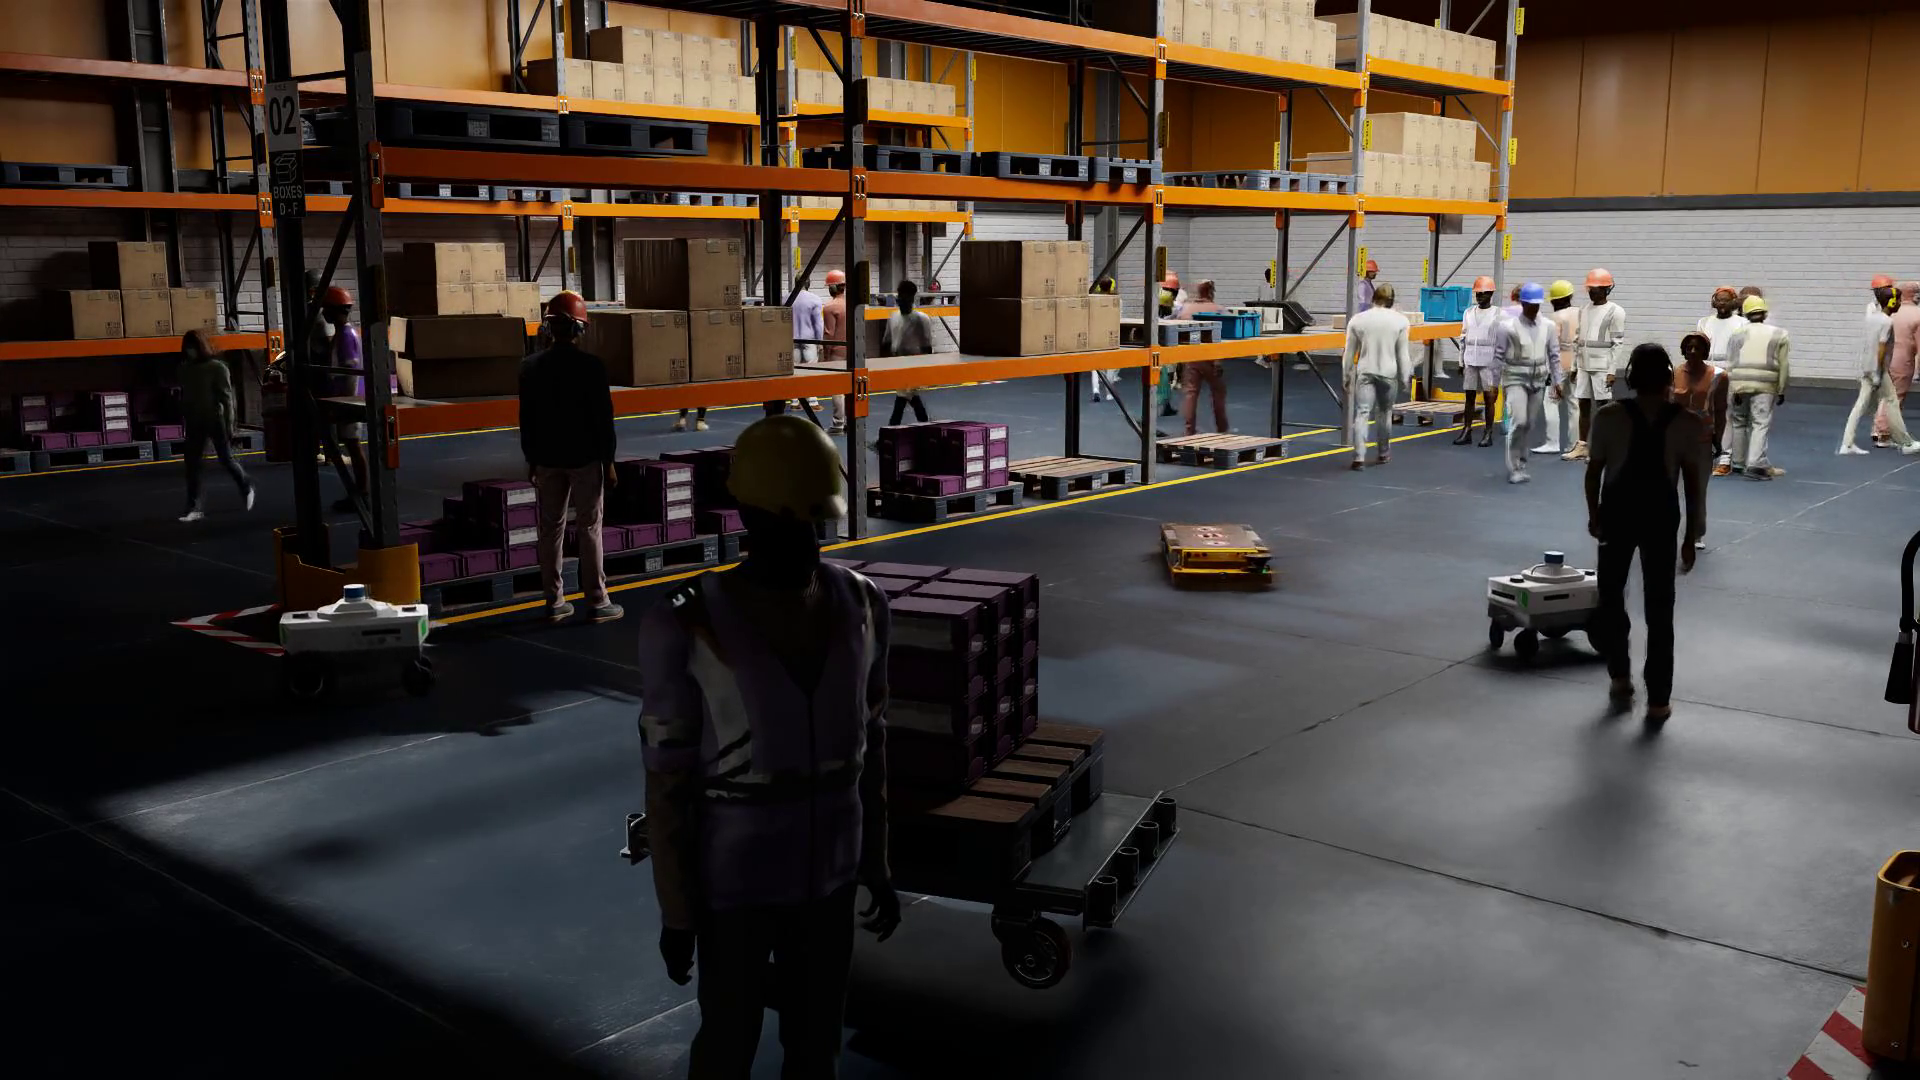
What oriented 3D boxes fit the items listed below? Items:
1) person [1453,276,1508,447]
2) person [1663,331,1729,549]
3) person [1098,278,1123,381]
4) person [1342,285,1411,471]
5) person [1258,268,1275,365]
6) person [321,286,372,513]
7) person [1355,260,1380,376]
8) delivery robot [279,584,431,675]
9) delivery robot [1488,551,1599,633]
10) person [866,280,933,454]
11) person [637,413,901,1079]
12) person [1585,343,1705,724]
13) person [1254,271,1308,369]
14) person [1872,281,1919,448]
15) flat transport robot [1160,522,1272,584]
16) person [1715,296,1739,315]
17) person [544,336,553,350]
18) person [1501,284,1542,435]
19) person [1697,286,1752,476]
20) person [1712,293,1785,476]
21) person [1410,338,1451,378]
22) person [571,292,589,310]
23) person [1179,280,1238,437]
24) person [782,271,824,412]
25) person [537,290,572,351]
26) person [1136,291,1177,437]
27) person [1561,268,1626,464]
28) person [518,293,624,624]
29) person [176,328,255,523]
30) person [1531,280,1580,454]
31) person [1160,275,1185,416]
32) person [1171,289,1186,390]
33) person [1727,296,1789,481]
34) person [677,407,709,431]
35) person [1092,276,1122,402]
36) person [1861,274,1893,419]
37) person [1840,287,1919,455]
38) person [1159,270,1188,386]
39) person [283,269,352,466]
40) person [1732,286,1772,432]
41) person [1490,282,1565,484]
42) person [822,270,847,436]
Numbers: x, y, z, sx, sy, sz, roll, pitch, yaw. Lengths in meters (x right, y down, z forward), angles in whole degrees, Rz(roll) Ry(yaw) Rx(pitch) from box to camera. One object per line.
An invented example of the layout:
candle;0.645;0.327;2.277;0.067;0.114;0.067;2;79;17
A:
person;5.923;-2.025;18.926;0.543;1.939;0.362;9;13;42
person;5.484;-0.752;12.532;0.511;1.641;0.308;5;11;24
person;2.535;-3.577;28.318;0.492;1.742;0.321;3;10;16
person;4.290;-1.674;17.114;0.704;1.872;0.996;4;11;20
person;5.982;-4.336;32.298;0.317;1.865;0.523;-6;12;-31
person;-5.267;-1.197;14.221;0.372;1.934;0.551;-4;11;-22
person;7.189;-3.911;29.369;0.390;2.041;0.614;5;11;26
delivery robot;-3.049;0.467;8.408;0.707;0.478;0.477;-3;11;-17
delivery robot;3.314;0.308;9.316;0.707;0.478;0.477;-4;11;-23
person;-0.633;-1.863;18.104;0.996;1.898;0.651;-8;13;-38
person;-0.375;0.691;3.503;0.586;1.925;0.369;-8;12;-37
person;3.302;-0.043;8.081;0.520;1.792;0.712;3;10;16
person;6.017;-4.111;30.870;1.013;1.912;0.670;1;10;5
person;10.619;-1.974;18.824;0.540;1.878;0.670;-4;11;-23
flat transport robot;1.781;0.077;11.706;0.652;0.197;1.431;1;10;3
person;10.886;-2.692;23.658;0.512;1.605;0.727;0;10;-2
person;-3.143;-0.809;12.895;0.516;1.618;0.687;6;12;32
person;6.839;-2.204;20.314;0.565;1.802;0.925;9;14;42
person;7.541;-1.578;16.541;0.343;1.880;0.585;-8;12;-37
person;7.807;-1.548;16.570;0.807;1.817;0.640;3;10;16
person;8.185;-3.613;28.881;0.685;1.619;0.521;2;10;13
person;-3.896;-1.562;16.635;0.609;1.814;0.525;9;14;43
person;2.950;-2.122;19.638;0.679;1.873;0.877;10;14;44
person;-2.159;-2.725;22.917;0.631;1.939;0.369;4;11;20
person;-4.082;-1.674;17.260;0.403;1.823;0.586;7;12;34
person;2.373;-2.078;19.751;0.393;1.742;0.549;0;10;2
person;6.655;-1.821;17.463;0.368;2.046;0.608;-5;11;-27
person;-2.338;-0.483;10.008;0.611;1.988;0.391;3;10;16
person;-6.281;-0.985;13.977;0.513;1.601;0.818;2;10;11
person;6.630;-1.886;18.244;0.790;1.900;0.443;-7;12;-34
person;2.689;-2.564;22.109;0.554;1.913;0.831;8;13;39
person;3.353;-3.204;26.333;0.532;1.695;0.319;-9;13;-40
person;7.762;-1.487;16.305;0.611;1.798;0.675;6;12;30
person;-3.191;-2.166;20.551;0.613;1.646;0.320;1;10;4
person;2.111;-2.957;24.509;0.556;1.869;0.608;3;10;15
person;12.072;-2.502;21.712;0.583;1.914;0.526;-1;10;-3
person;10.117;-1.824;18.106;0.957;1.826;0.508;0;10;2
person;3.366;-3.424;27.030;0.652;1.895;0.400;-2;10;-10
person;-6.652;-1.797;17.336;0.688;2.000;0.539;6;12;31
person;9.555;-2.187;20.248;0.914;1.807;0.626;-1;10;-7
person;5.442;-1.489;15.906;0.630;1.921;0.647;-2;10;-11
person;-1.455;-2.256;20.077;0.376;1.996;0.612;6;12;33
